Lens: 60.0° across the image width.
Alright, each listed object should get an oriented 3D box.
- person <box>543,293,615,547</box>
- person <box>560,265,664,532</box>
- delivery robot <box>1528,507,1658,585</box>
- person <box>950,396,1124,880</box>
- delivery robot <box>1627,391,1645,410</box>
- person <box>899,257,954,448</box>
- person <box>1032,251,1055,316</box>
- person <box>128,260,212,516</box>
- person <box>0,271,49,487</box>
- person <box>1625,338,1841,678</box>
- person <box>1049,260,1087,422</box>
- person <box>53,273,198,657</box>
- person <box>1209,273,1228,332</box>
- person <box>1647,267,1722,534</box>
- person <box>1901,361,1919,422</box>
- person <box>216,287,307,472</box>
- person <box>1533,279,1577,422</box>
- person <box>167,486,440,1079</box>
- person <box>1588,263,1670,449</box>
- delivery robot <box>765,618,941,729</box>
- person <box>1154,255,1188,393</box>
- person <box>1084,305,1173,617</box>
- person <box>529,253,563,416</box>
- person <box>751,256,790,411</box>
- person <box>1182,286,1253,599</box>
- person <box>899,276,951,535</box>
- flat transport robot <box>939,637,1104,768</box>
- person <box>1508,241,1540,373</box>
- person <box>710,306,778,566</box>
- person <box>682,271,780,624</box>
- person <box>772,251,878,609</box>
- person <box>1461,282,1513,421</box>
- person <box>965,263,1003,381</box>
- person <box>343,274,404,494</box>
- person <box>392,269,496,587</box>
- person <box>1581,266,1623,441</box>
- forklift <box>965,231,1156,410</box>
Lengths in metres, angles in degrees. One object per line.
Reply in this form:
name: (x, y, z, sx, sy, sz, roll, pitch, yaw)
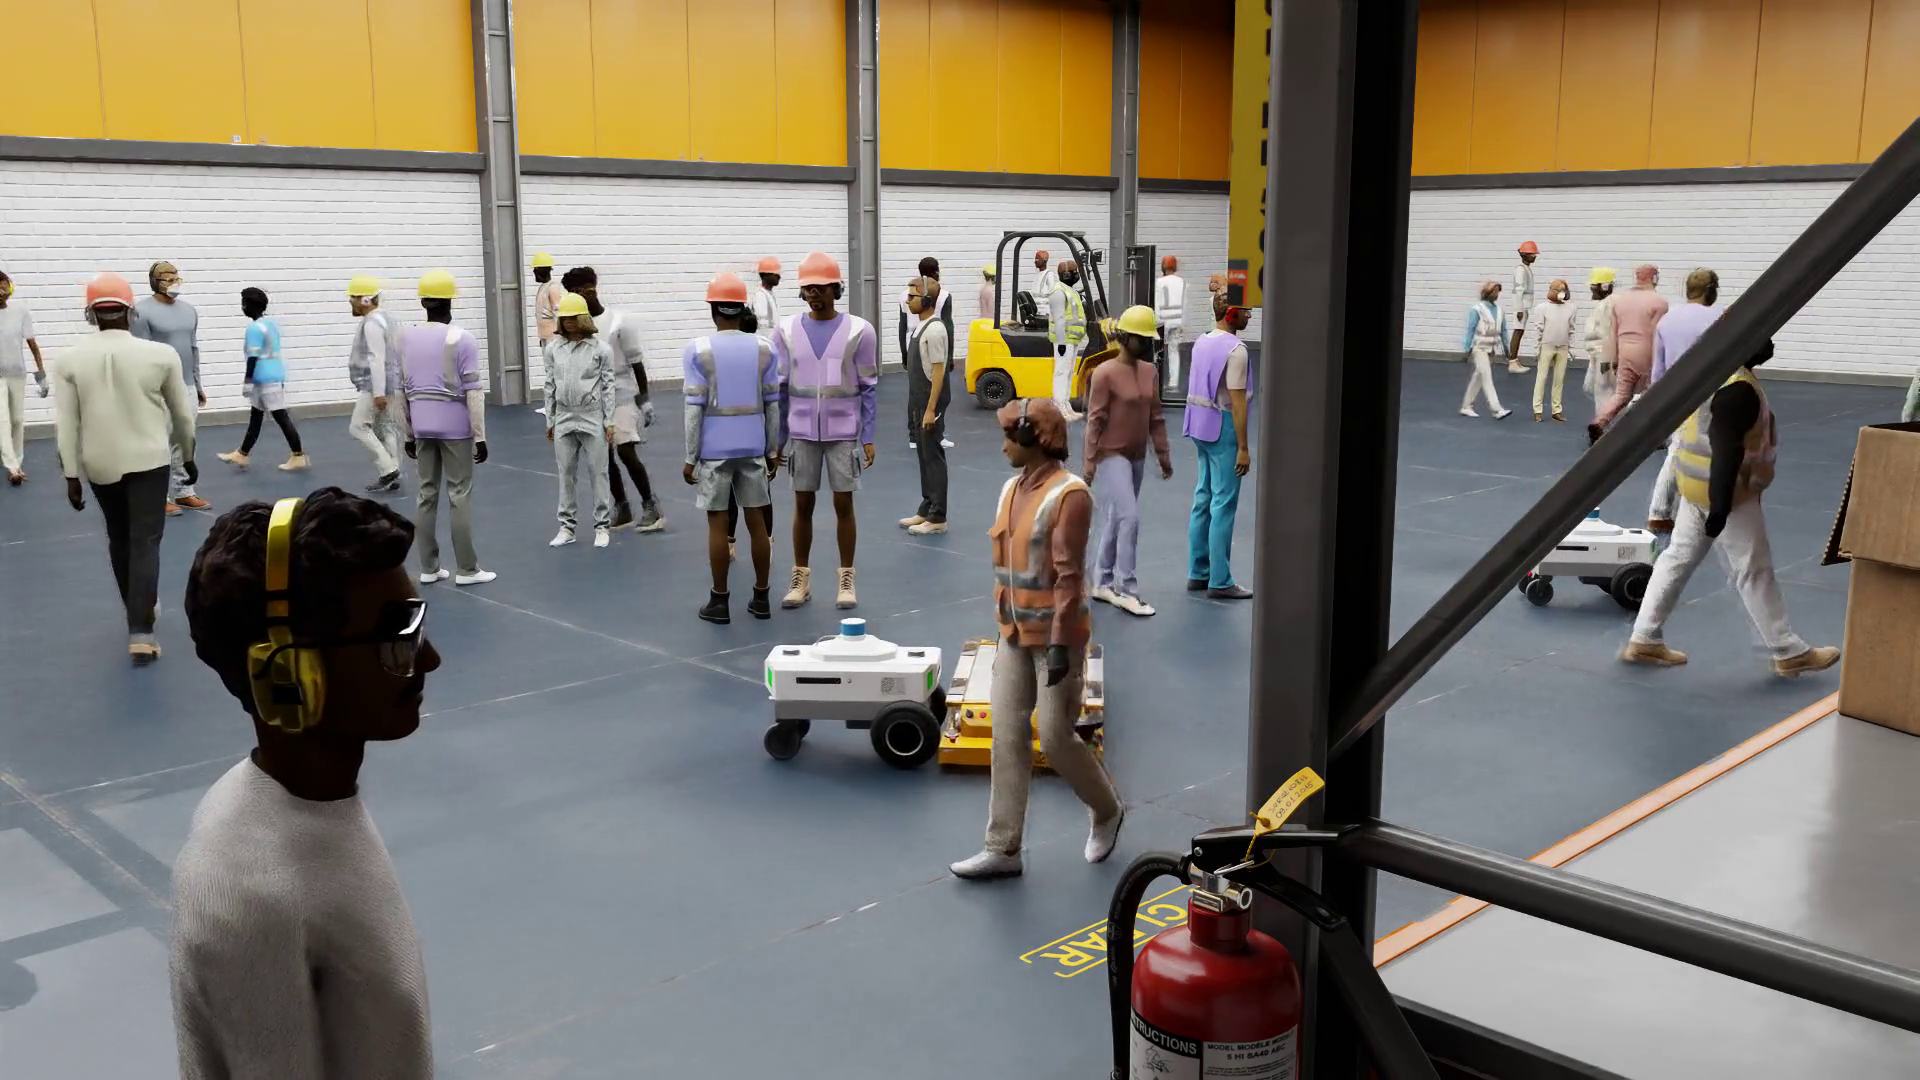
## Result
person: (-2.604, -0.810, 11.374, 0.493, 1.742, 0.322, 1, 10, 6)
person: (-2.539, -1.003, 11.932, 0.664, 1.922, 0.463, 4, 11, 21)
delivery robot: (3.649, 0.050, 9.672, 0.707, 0.478, 0.477, 1, 11, 8)
person: (0.246, 0.322, 5.551, 0.592, 1.604, 0.538, -7, 13, -34)
delivery robot: (7.571, -1.478, 18.001, 0.707, 0.478, 0.477, -7, 12, -32)
person: (-0.337, -1.869, 16.675, 0.591, 1.916, 0.383, 5, 12, 27)
person: (1.310, -3.663, 26.549, 0.347, 1.882, 0.584, -5, 11, -24)
person: (-6.058, -1.163, 12.766, 0.376, 1.940, 0.629, 4, 11, 20)
person: (-8.113, -1.375, 14.226, 0.543, 1.823, 0.869, -9, 14, -41)
person: (3.768, -0.231, 8.091, 0.965, 1.791, 0.641, 2, 11, 10)
person: (1.243, -2.296, 19.199, 0.429, 1.846, 0.633, 3, 11, 16)
person: (-4.292, -0.391, 8.574, 0.605, 1.944, 1.057, -2, 11, -11)
person: (3.406, -2.683, 21.881, 0.286, 1.633, 0.500, 8, 13, 37)
person: (5.353, -0.994, 11.941, 0.922, 1.897, 0.641, -3, 11, -13)
person: (6.596, -0.686, 11.100, 0.521, 1.599, 0.845, 2, 11, 10)
person: (-6.344, -1.433, 14.962, 0.876, 1.653, 0.544, -2, 11, -9)
person: (6.825, -2.175, 19.109, 0.500, 1.636, 0.286, -1, 10, -7)
person: (-0.684, 0.871, 1.871, 0.327, 1.869, 0.518, -4, 11, -19)
person: (6.695, -1.810, 16.512, 0.840, 1.870, 0.657, -5, 12, -26)
delivery robot: (-0.439, 0.567, 6.853, 0.707, 0.478, 0.477, 1, 10, 3)
person: (2.781, -2.933, 22.618, 0.608, 1.859, 0.621, -6, 12, -32)
person: (0.996, -0.447, 9.391, 0.713, 1.732, 0.535, 10, 14, 43)
person: (-4.898, -2.441, 19.764, 0.382, 1.924, 0.594, -6, 12, -29)
person: (-1.973, -2.098, 17.974, 0.952, 1.891, 0.565, 2, 10, 8)
person: (1.525, -0.577, 9.820, 0.373, 1.843, 0.570, -3, 11, -18)
person: (-0.245, -0.960, 11.916, 0.344, 1.846, 0.507, -2, 11, -13)
flat transport robot: (0.298, 0.681, 7.261, 0.652, 0.197, 1.431, 1, 10, 5)
person: (8.773, -3.618, 25.867, 0.396, 2.042, 0.610, 5, 12, 26)
person: (-1.395, -0.664, 10.699, 0.540, 1.697, 0.317, 2, 11, 12)
person: (-1.271, -0.506, 9.182, 0.553, 1.935, 0.363, -5, 12, -27)
person: (-0.775, -0.613, 9.479, 0.609, 2.043, 0.397, 1, 10, 6)
person: (6.128, -2.183, 19.254, 0.524, 1.588, 0.873, -6, 12, -31)
person: (0.390, -2.914, 22.822, 0.529, 1.762, 0.533, -3, 11, -16)
person: (-4.816, -1.268, 13.675, 0.422, 1.816, 0.583, -2, 11, -9)
person: (-3.141, -0.674, 10.121, 0.591, 1.930, 0.357, 3, 11, 16)
person: (6.688, -1.929, 17.283, 0.467, 1.810, 0.619, 2, 11, 13)
forklift: (1.222, -2.721, 20.561, 2.313, 2.155, 1.214, 2, 11, 13)
